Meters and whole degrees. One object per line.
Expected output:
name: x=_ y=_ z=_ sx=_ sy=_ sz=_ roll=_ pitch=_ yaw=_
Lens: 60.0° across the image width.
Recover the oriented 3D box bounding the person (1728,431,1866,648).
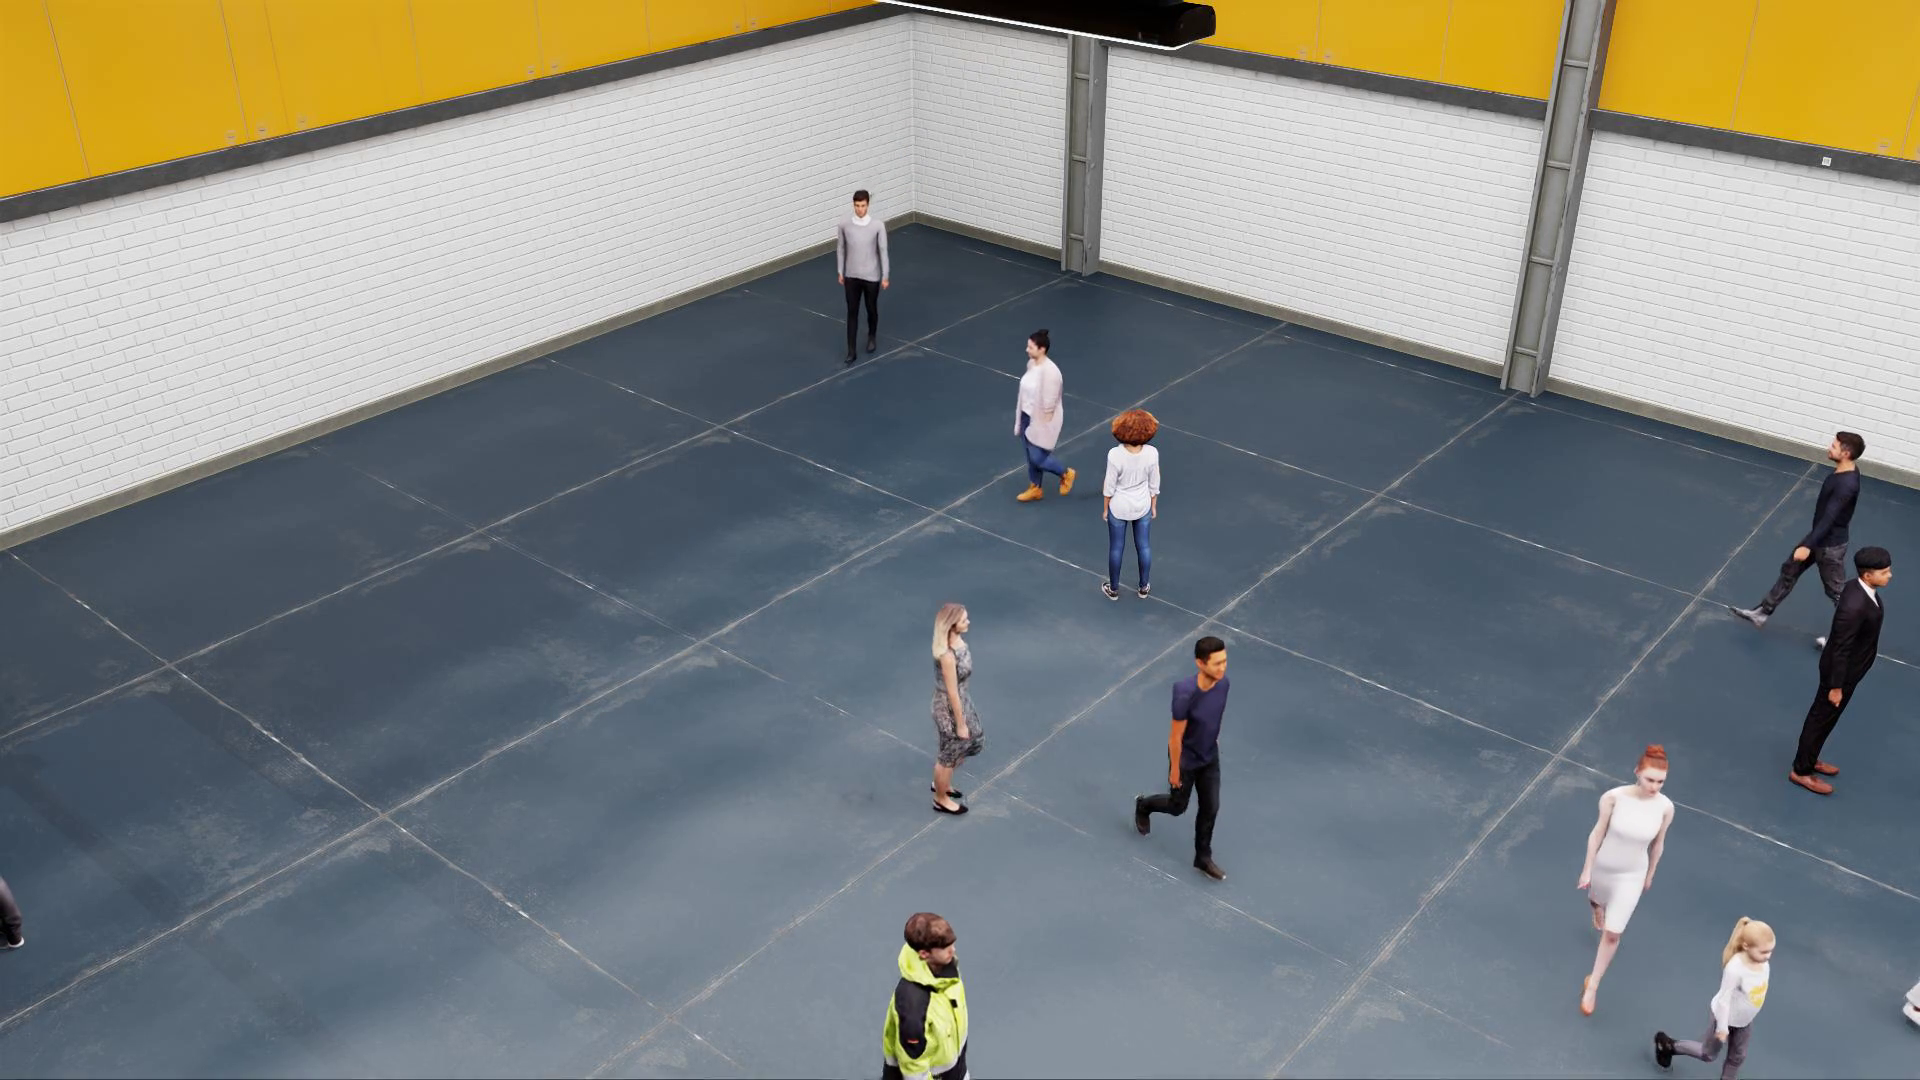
person: x=6.940 y=0.059 z=13.126 sx=1.272 sy=1.819 sz=0.900 roll=12 pitch=31 yaw=20

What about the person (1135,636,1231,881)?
person: x=1.453 y=1.364 z=10.785 sx=0.832 sy=1.770 sz=1.097 roll=-18 pitch=34 yaw=-30

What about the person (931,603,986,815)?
person: x=-0.151 y=1.158 z=11.248 sx=0.738 sy=1.688 sz=0.693 roll=4 pitch=29 yaw=6

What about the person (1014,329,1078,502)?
person: x=0.828 y=-1.138 z=15.409 sx=0.939 sy=1.733 sz=0.899 roll=-11 pitch=30 yaw=-19

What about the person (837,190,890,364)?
person: x=-1.066 y=-3.000 z=18.659 sx=1.165 sy=1.890 sz=1.154 roll=4 pitch=29 yaw=8

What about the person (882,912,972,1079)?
person: x=-0.263 y=2.628 z=8.289 sx=1.348 sy=1.941 sz=1.099 roll=8 pitch=30 yaw=15

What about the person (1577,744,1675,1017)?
person: x=3.864 y=1.911 z=9.802 sx=1.117 sy=1.751 sz=0.893 roll=11 pitch=30 yaw=19

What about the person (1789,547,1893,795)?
person: x=6.120 y=0.873 z=11.567 sx=0.597 sy=1.884 sz=0.725 roll=16 pitch=33 yaw=27

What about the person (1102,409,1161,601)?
person: x=1.425 y=-0.297 z=13.889 sx=0.749 sy=1.713 sz=0.810 roll=-2 pitch=29 yaw=-4

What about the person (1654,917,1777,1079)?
person: x=4.174 y=2.562 z=9.116 sx=0.674 sy=1.264 sz=0.873 roll=-14 pitch=31 yaw=-23
